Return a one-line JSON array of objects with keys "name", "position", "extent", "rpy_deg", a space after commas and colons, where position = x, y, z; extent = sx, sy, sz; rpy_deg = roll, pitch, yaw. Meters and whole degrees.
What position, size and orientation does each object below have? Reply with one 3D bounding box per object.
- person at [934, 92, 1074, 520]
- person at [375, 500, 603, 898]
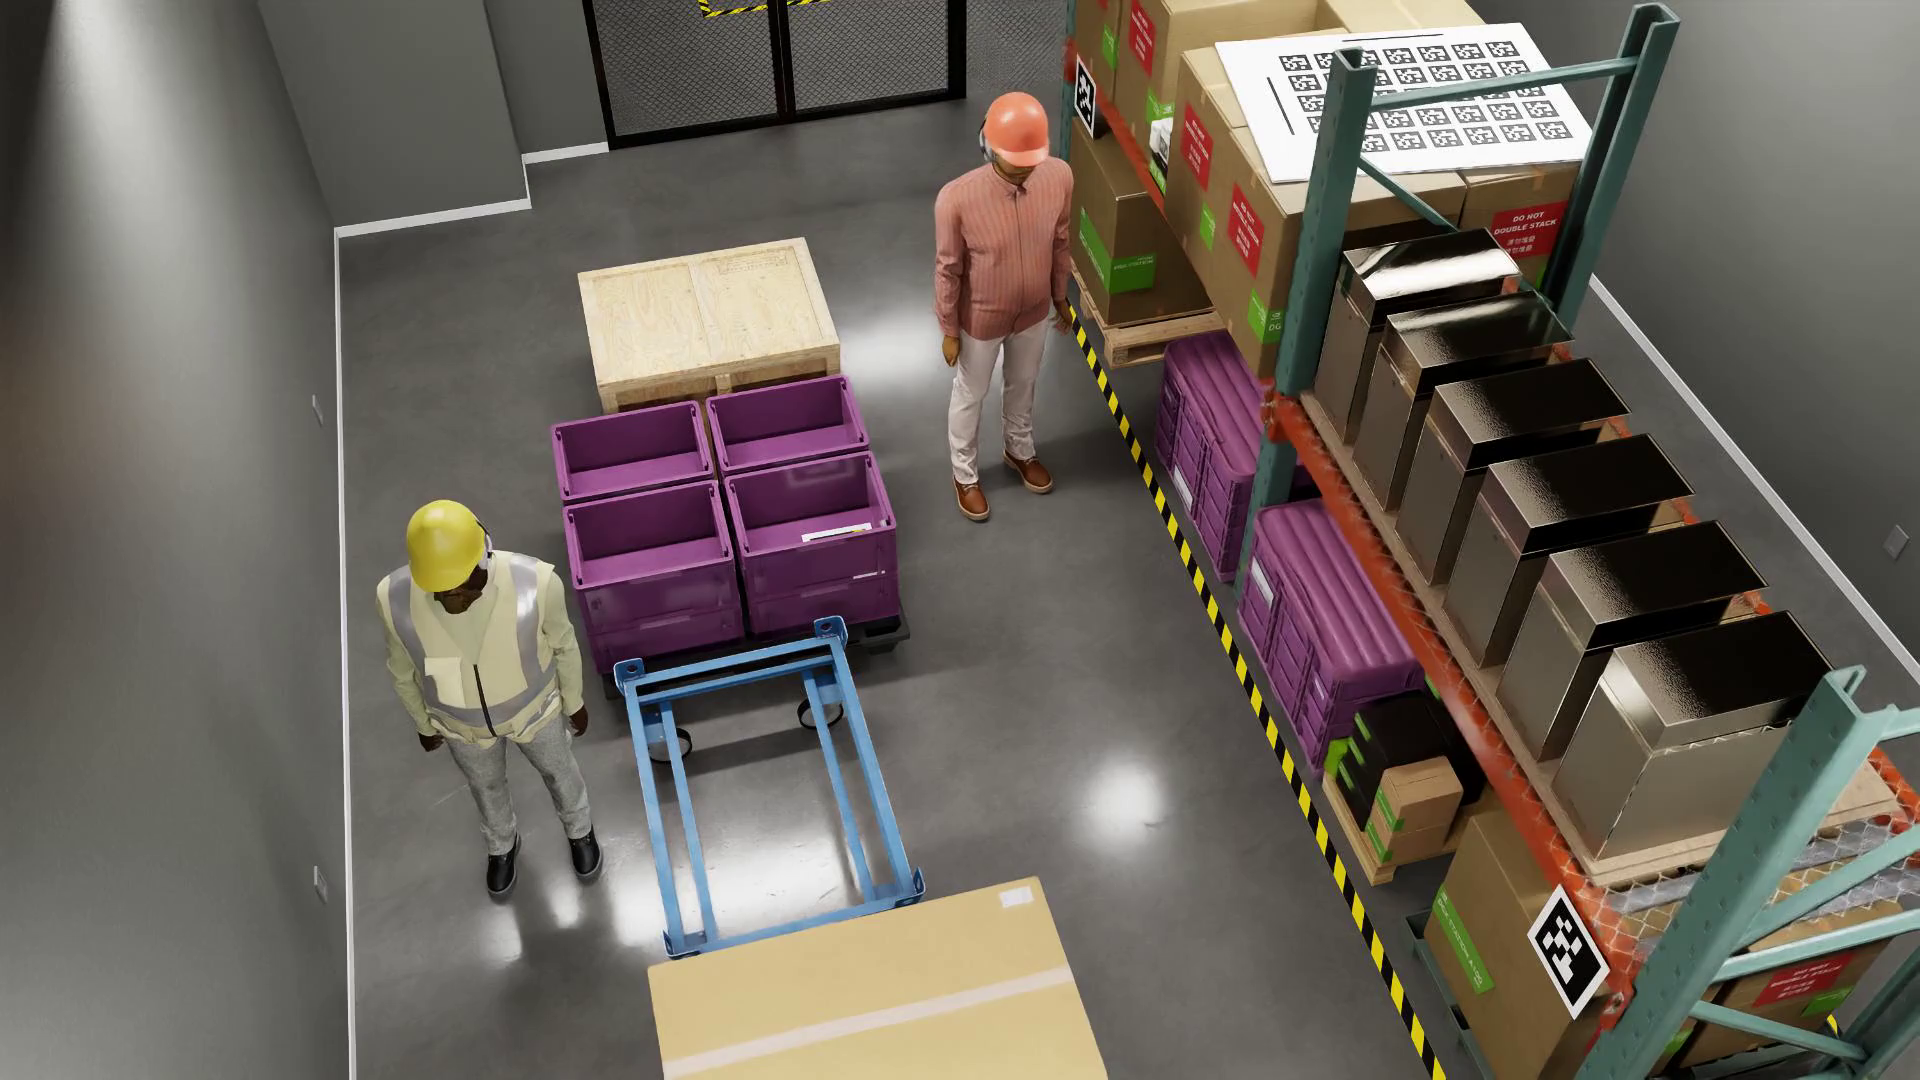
[{"name": "person", "position": [0.187, -0.924, 6.699], "extent": [0.611, 1.993, 0.384], "rpy_deg": [-22, 51, -19]}, {"name": "person", "position": [-1.518, 0.540, 5.461], "extent": [0.590, 1.833, 0.404], "rpy_deg": [-9, 48, -8]}]
